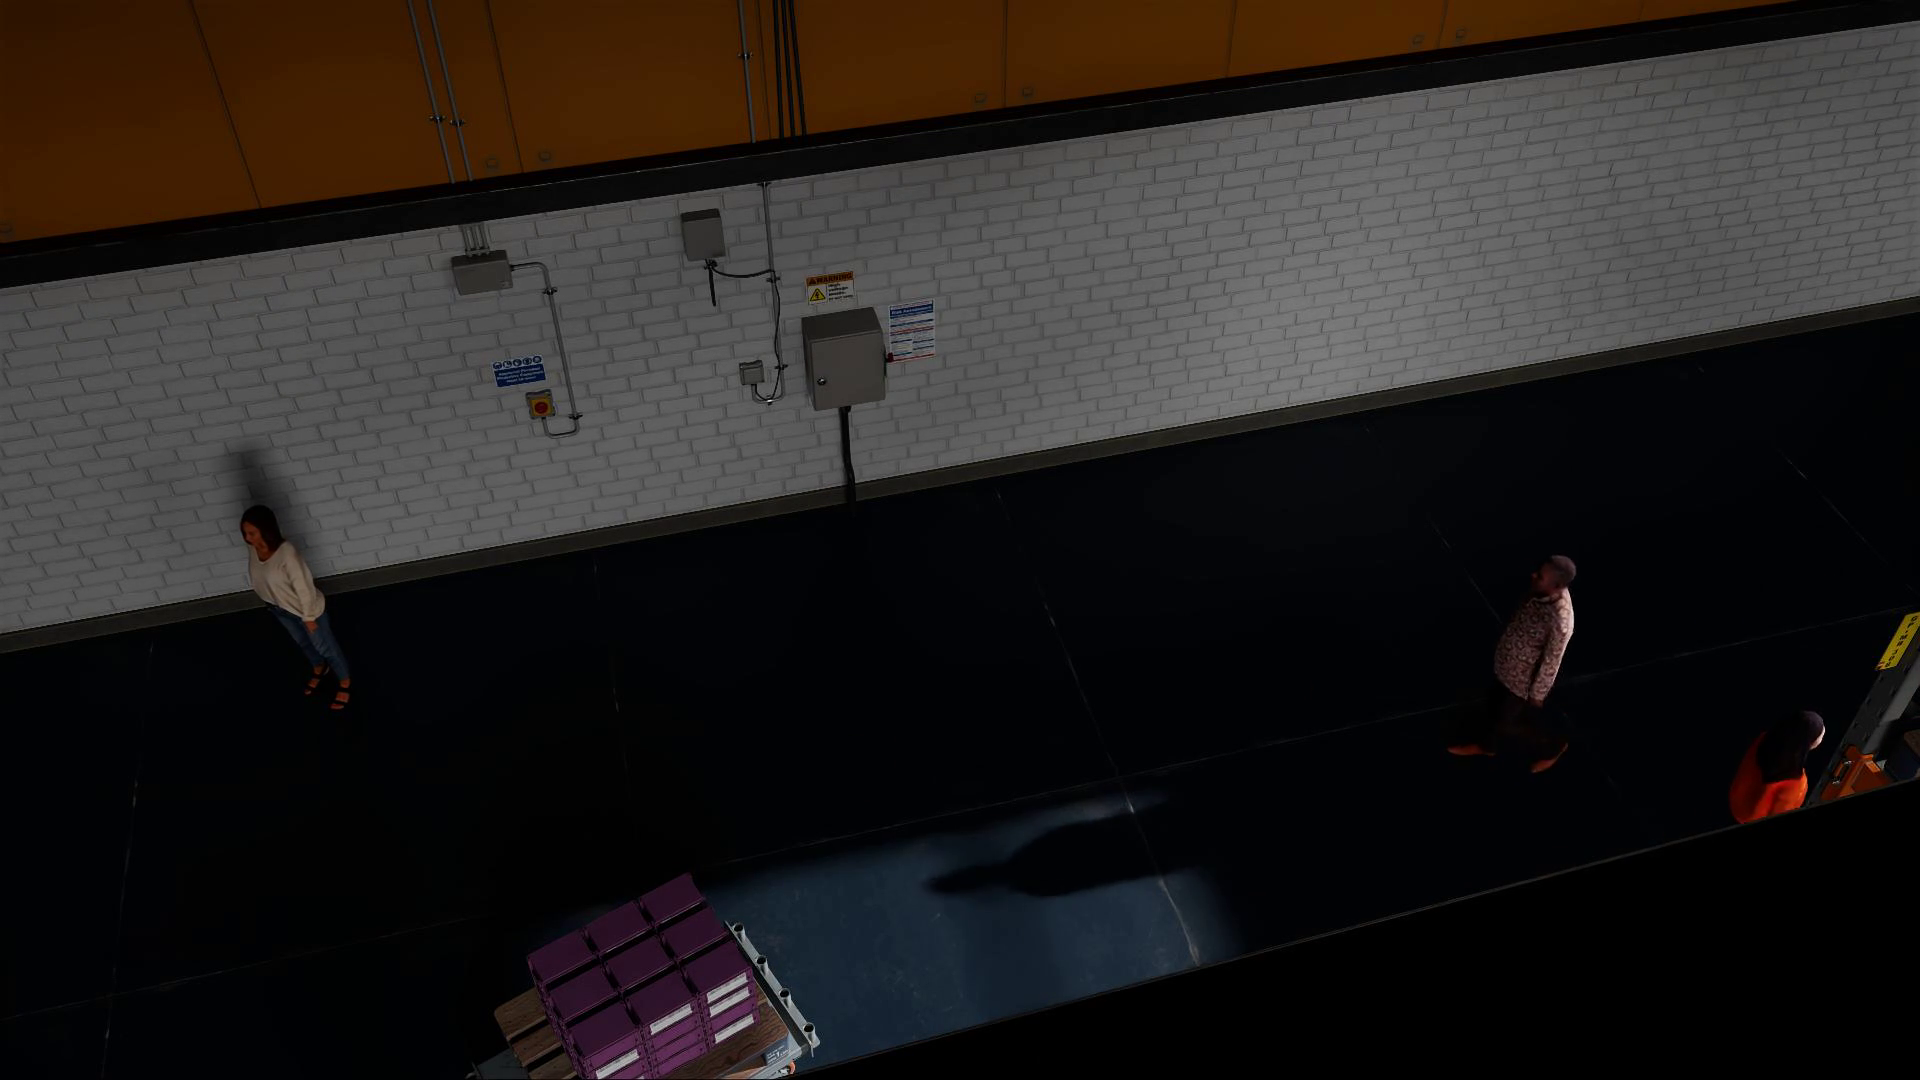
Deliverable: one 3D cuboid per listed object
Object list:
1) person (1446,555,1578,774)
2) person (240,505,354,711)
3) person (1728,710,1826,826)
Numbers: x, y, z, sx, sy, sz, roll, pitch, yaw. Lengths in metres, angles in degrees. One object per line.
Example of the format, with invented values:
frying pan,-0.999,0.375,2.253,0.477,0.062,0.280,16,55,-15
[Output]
person,3.466,0.766,9.986,0.935,1.788,0.969,3,44,4
person,-4.168,0.394,10.458,0.693,1.676,0.754,22,48,21
person,4.321,1.524,9.227,0.773,1.738,0.649,4,44,5
